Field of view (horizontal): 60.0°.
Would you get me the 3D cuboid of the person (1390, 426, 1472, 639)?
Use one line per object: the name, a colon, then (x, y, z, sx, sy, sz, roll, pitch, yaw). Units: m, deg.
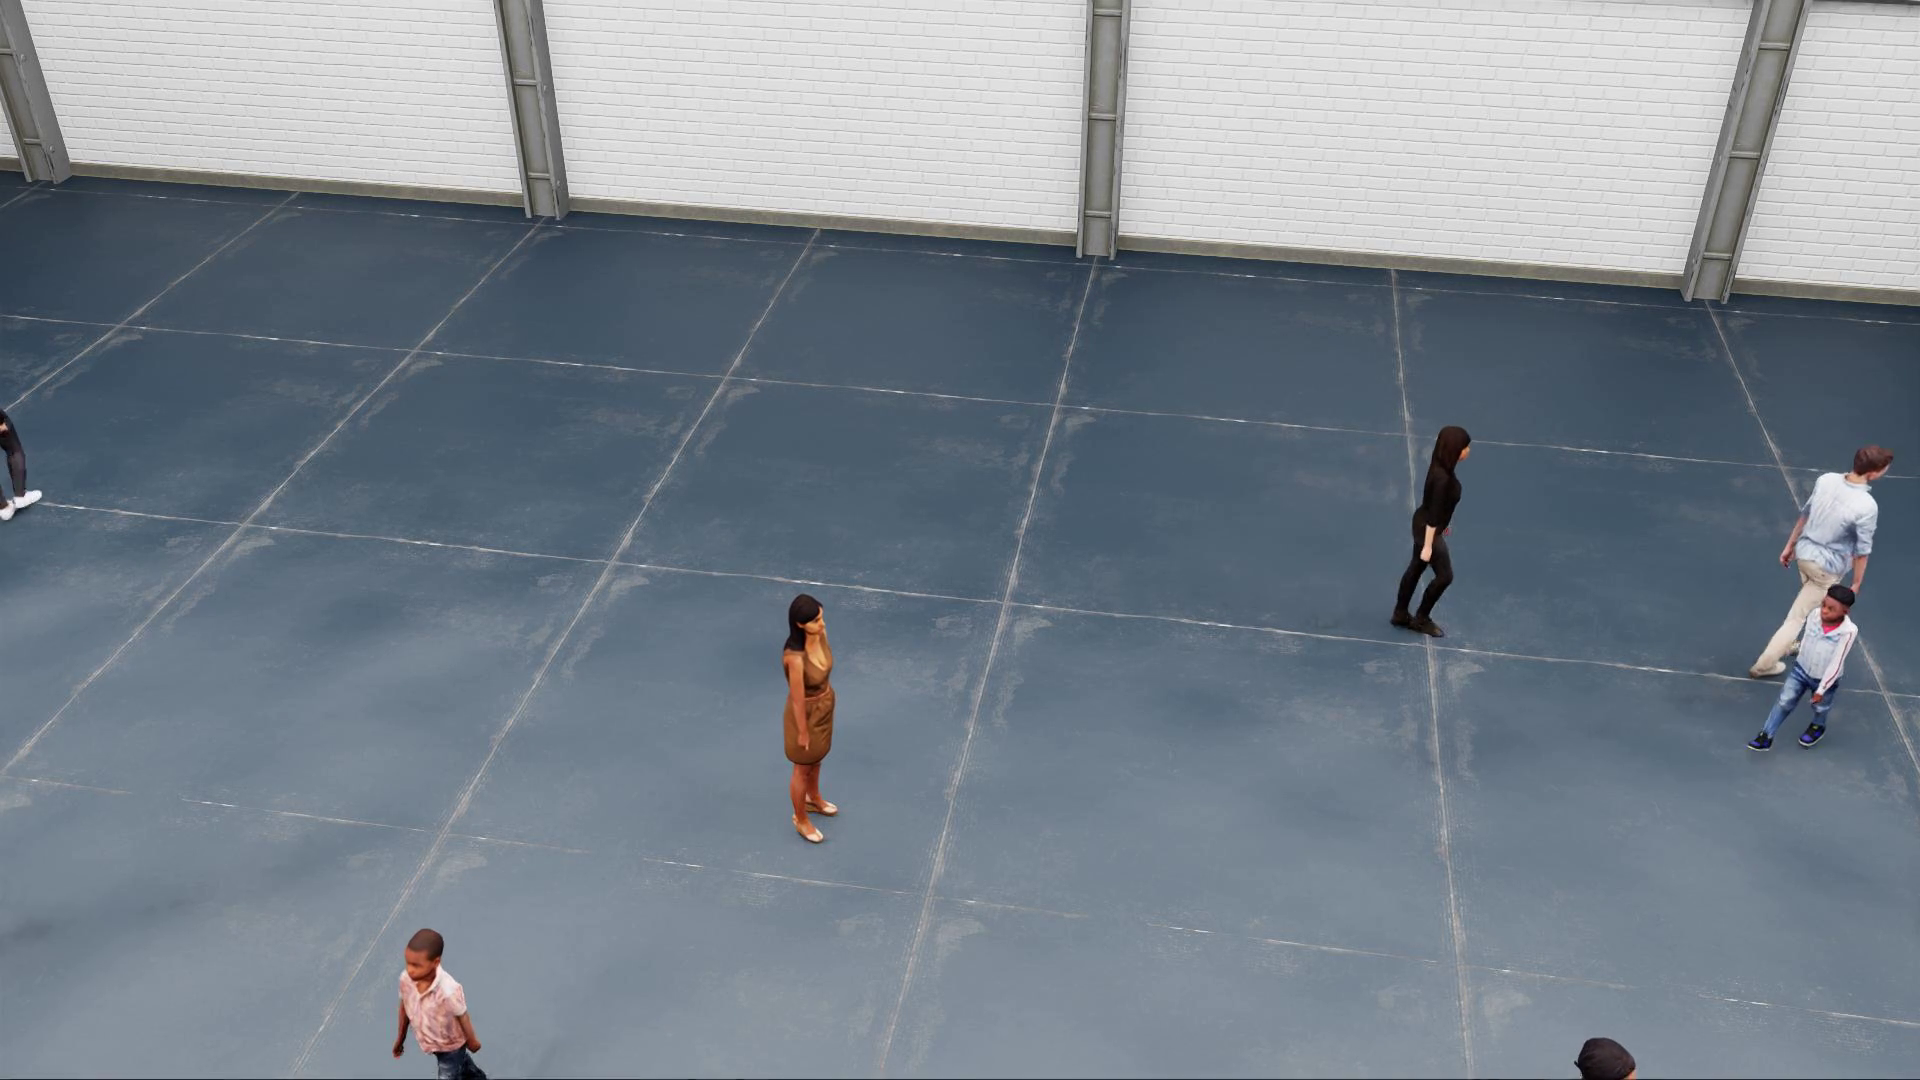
person: (3.141, -0.066, 11.391, 0.593, 1.632, 0.612, 7, 34, 11)

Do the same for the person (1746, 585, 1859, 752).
person: (5.434, 0.808, 10.444, 0.898, 1.226, 0.829, -20, 39, -27)

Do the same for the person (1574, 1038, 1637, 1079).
person: (2.570, 2.709, 7.172, 0.950, 1.682, 0.835, 27, 42, 34)

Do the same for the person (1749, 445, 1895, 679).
person: (5.535, 0.180, 10.849, 0.944, 1.824, 0.866, -12, 35, -18)

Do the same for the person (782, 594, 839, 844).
person: (-0.874, 1.021, 9.706, 0.552, 1.689, 0.587, 10, 35, 15)

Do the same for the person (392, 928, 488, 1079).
person: (-2.468, 2.348, 8.072, 0.785, 1.288, 0.730, 19, 38, 26)
